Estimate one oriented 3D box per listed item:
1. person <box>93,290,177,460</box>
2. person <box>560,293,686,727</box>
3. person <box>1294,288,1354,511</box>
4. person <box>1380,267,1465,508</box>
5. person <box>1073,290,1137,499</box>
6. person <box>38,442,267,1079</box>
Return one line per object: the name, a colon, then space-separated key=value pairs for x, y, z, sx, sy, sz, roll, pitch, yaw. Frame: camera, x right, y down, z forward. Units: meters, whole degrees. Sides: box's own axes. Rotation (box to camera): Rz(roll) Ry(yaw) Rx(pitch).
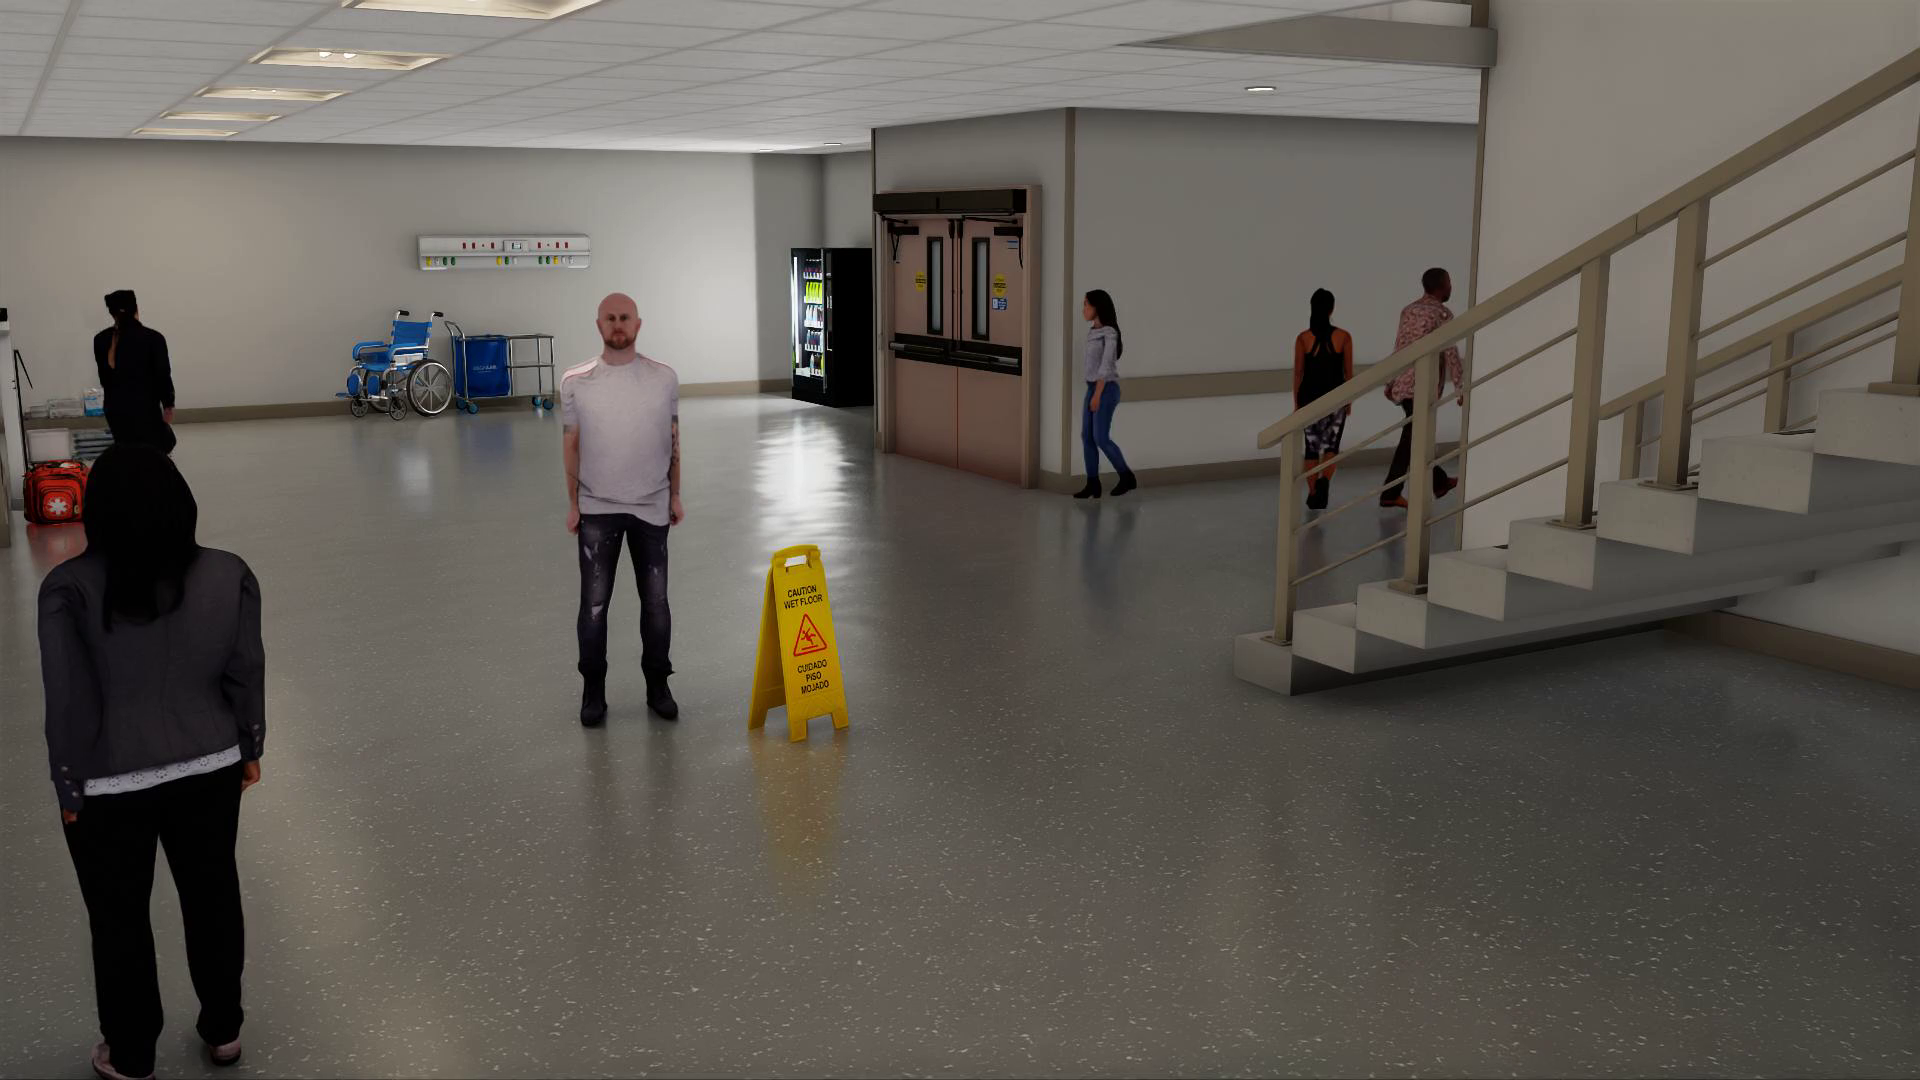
person: x=-5.725 y=-0.865 z=11.444 sx=0.876 sy=1.645 sz=0.936 roll=0 pitch=11 yaw=-2
person: x=-1.437 y=-0.143 z=7.142 sx=0.709 sy=1.831 sz=0.657 roll=-3 pitch=11 yaw=-17
person: x=2.640 y=-0.996 z=12.149 sx=0.974 sy=1.640 sz=1.028 roll=3 pitch=11 yaw=15
person: x=3.338 y=-1.094 z=12.346 sx=0.908 sy=1.760 sz=1.125 roll=-4 pitch=12 yaw=-22
person: x=1.153 y=-1.097 z=12.778 sx=0.771 sy=1.605 sz=0.729 roll=-3 pitch=11 yaw=-17
person: x=-1.984 y=0.553 z=4.095 sx=0.735 sy=1.599 sz=0.735 roll=-10 pitch=15 yaw=-43
